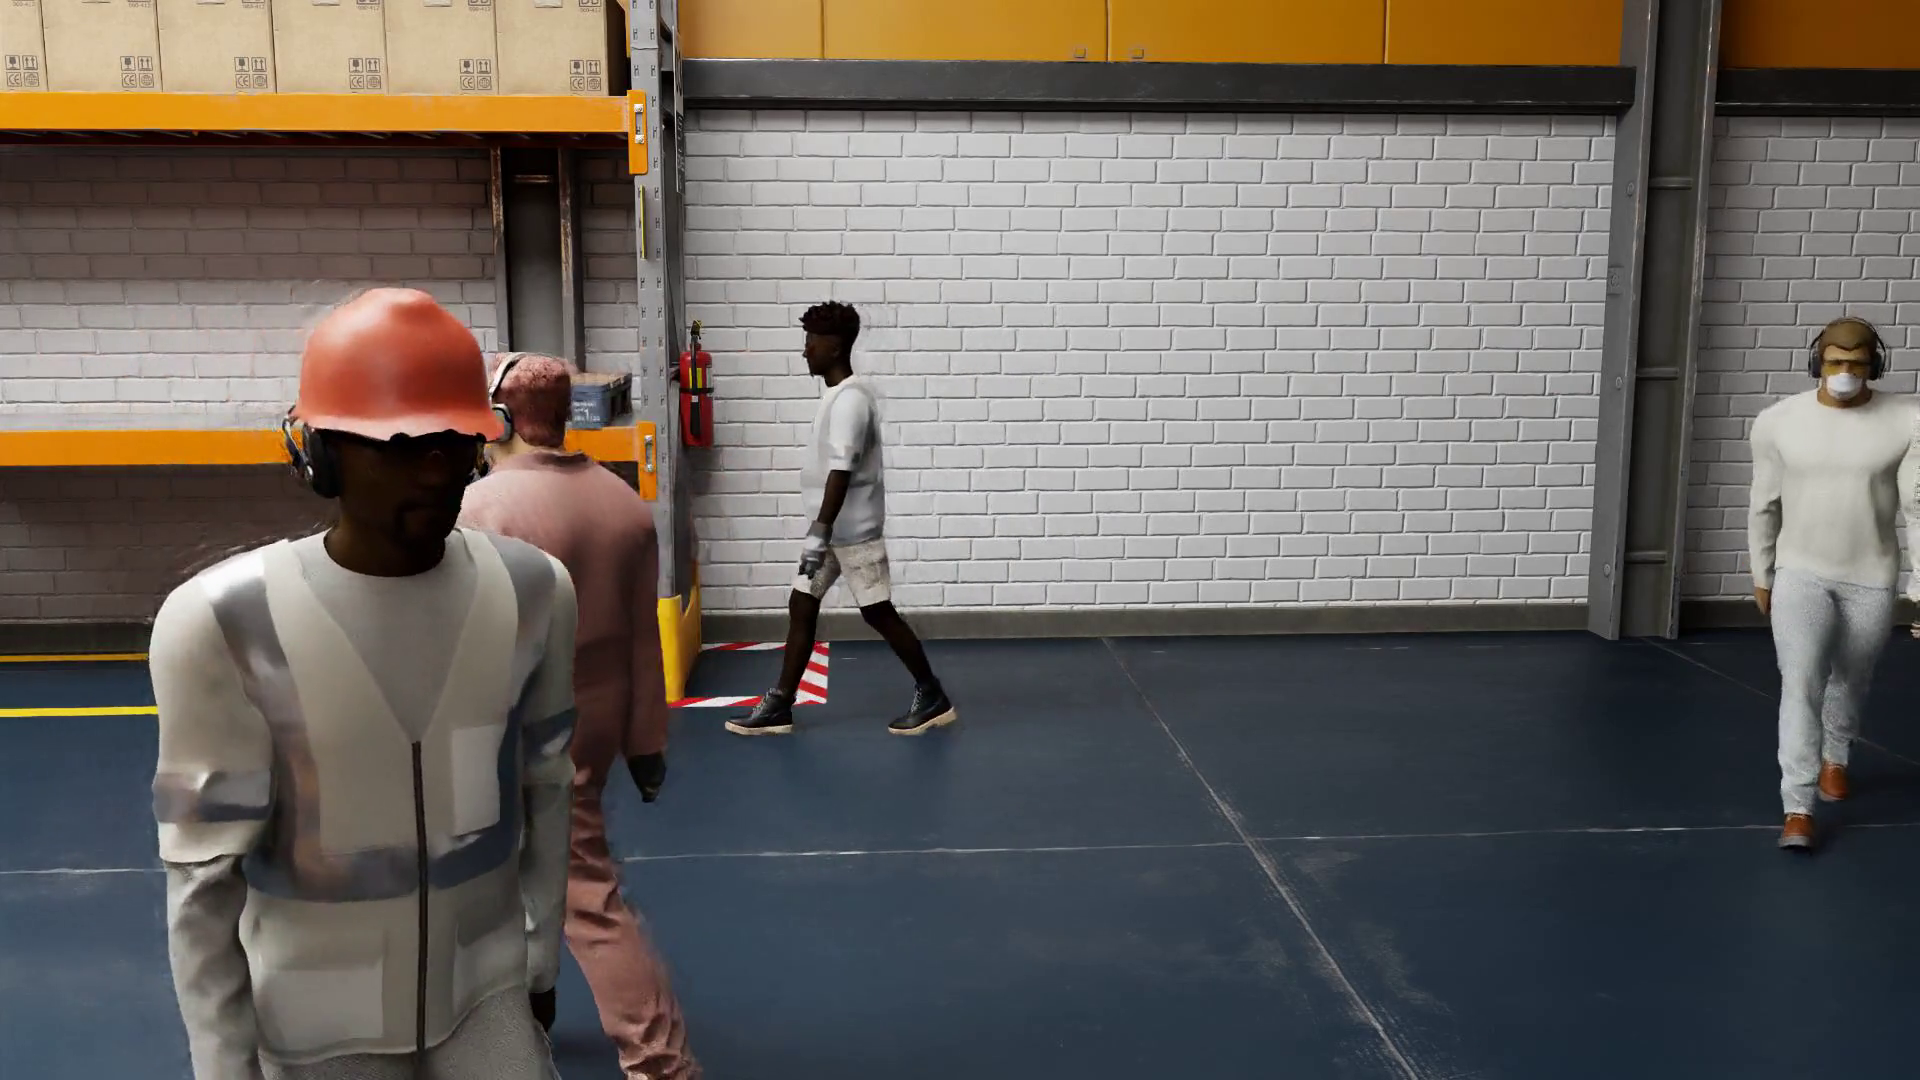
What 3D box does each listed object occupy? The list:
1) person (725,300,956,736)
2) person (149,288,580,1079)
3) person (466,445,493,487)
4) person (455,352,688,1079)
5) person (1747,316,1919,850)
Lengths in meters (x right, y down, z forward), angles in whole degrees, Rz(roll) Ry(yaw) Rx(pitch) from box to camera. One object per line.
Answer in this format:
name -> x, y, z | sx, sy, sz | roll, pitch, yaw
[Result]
person -> -0.496, -0.079, 7.241 | 0.997, 1.924, 0.602 | -2, 9, -15
person -> -0.756, 0.662, 2.328 | 0.624, 1.992, 1.007 | -7, 11, -36
person -> -1.951, 0.143, 6.767 | 0.482, 1.627, 0.507 | 6, 11, 33
person -> -1.027, 0.472, 4.035 | 1.047, 1.843, 0.635 | 5, 10, 26
person -> 3.212, 0.125, 6.093 | 0.639, 1.898, 1.036 | 5, 10, 29
